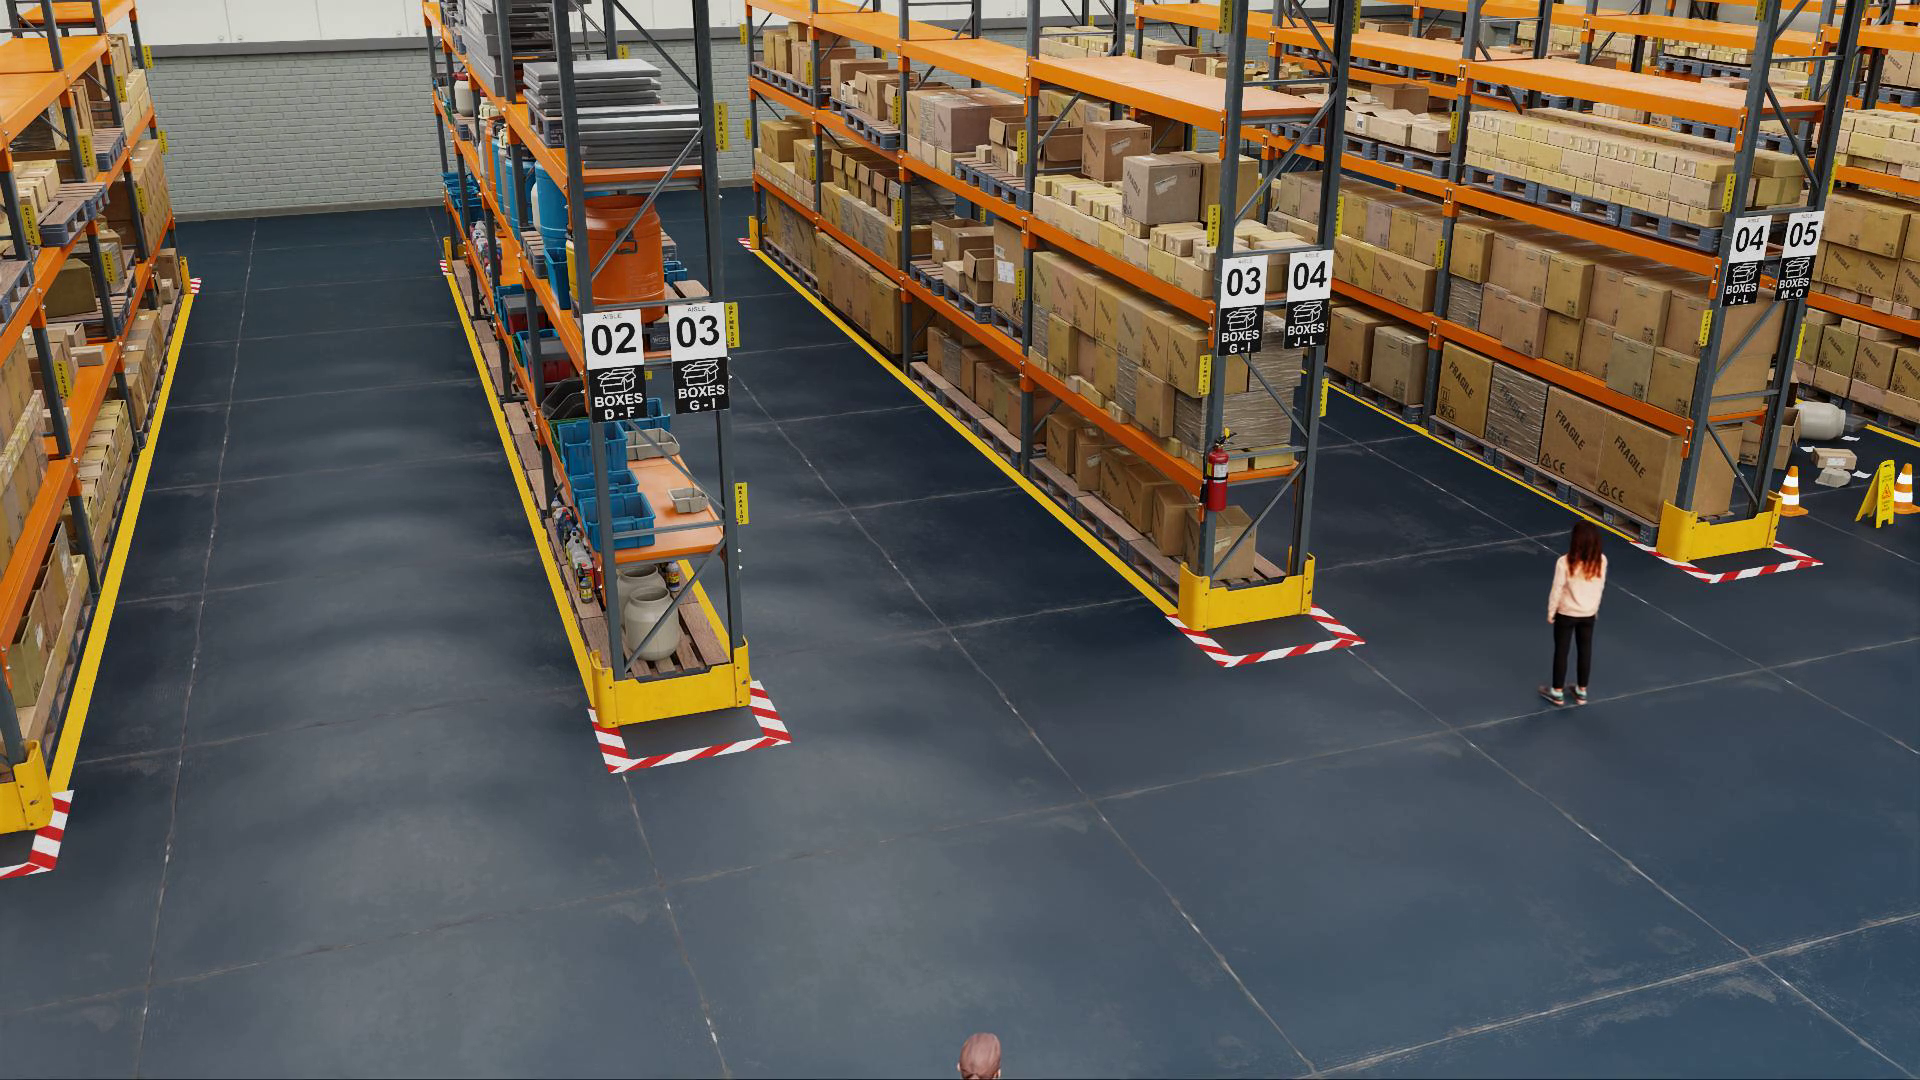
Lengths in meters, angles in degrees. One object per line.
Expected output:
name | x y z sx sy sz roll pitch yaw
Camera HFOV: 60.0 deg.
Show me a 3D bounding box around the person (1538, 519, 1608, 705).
person | 4.724 0.550 12.750 0.611 1.478 0.559 -3 22 -7
